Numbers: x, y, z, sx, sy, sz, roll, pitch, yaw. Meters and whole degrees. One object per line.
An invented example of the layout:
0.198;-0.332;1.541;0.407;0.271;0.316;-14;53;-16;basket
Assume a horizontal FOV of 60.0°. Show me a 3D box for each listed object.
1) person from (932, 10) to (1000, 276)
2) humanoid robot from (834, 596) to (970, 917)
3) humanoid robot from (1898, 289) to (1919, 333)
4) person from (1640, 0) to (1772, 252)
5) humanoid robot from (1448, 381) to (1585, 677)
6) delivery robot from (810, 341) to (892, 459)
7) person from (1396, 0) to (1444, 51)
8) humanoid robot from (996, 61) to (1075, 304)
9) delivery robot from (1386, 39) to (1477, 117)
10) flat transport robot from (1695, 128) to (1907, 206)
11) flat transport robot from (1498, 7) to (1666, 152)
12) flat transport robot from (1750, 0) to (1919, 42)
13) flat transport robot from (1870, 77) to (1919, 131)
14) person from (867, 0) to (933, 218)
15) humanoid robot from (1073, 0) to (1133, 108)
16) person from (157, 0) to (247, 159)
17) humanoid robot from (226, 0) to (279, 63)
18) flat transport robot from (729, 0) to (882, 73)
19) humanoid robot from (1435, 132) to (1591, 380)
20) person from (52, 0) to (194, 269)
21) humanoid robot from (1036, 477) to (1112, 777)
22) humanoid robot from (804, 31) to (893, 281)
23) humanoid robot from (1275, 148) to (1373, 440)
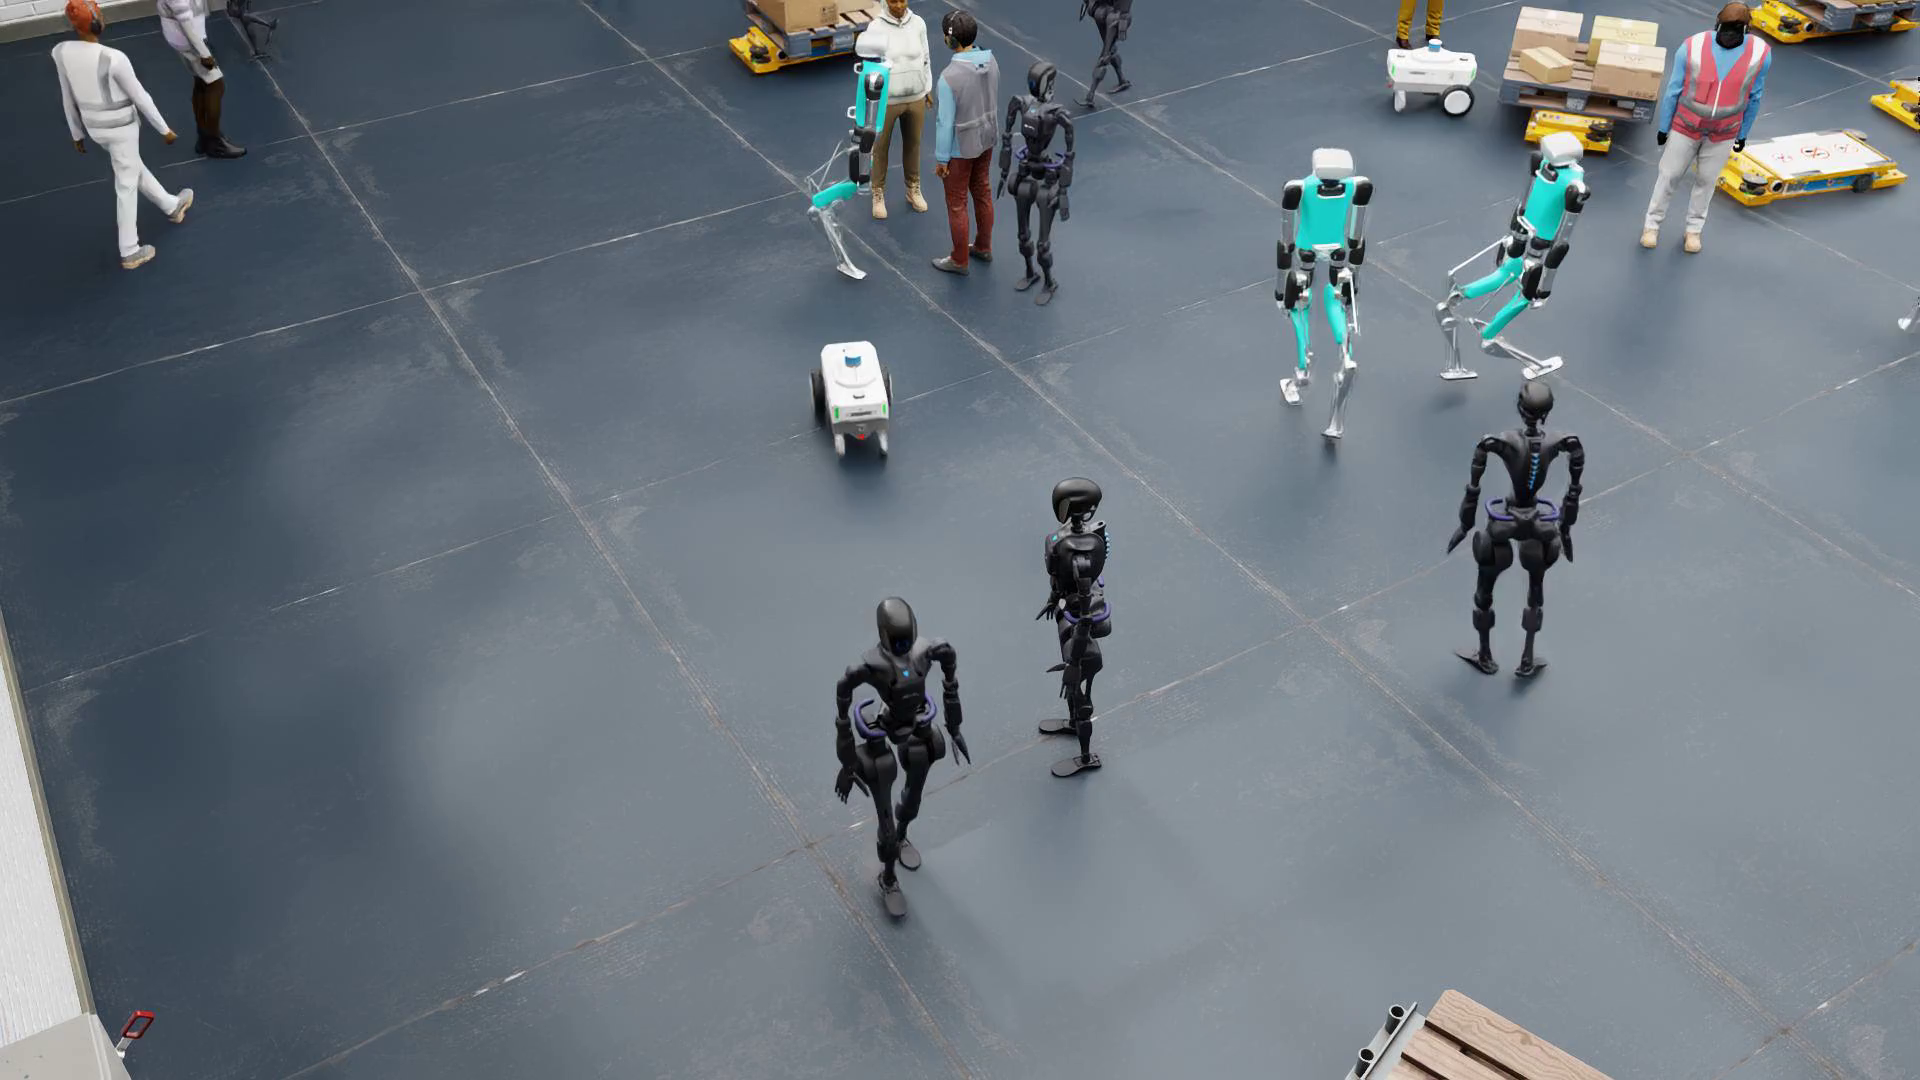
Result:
0.050;-2.694;11.405;0.410;1.869;0.543;29;47;31;person
-0.245;0.873;7.063;0.612;1.646;0.504;-16;41;-19;humanoid robot
6.537;-1.988;10.698;0.556;1.855;0.799;-11;40;-14;humanoid robot
5.230;-2.892;11.688;0.629;1.835;0.432;11;40;14;person
2.757;-0.018;8.186;0.611;1.647;0.416;3;38;4;humanoid robot
-0.649;-0.906;10.208;0.499;0.599;0.784;-6;39;-8;delivery robot
4.200;-5.207;14.673;0.528;1.750;0.344;-9;39;-11;person
0.513;-2.422;11.219;0.598;1.656;0.330;22;44;26;humanoid robot
3.981;-3.899;13.991;0.777;0.606;0.500;5;39;6;delivery robot
6.563;-2.906;12.958;1.431;0.231;0.659;-10;39;-12;flat transport robot
5.142;-3.652;13.900;0.659;0.231;1.431;13;40;16;flat transport robot
8.099;-4.887;15.458;1.431;0.231;0.659;-9;39;-11;flat transport robot
8.477;-3.683;13.939;1.431;0.231;0.659;-9;39;-11;flat transport robot
-0.461;-3.232;12.163;0.532;1.766;0.365;-13;40;-15;person
1.188;-4.421;13.763;0.776;1.622;0.588;-26;45;-29;humanoid robot
-5.973;-3.877;12.901;0.333;1.907;0.579;-20;43;-23;person
-6.288;-5.012;14.488;0.437;1.646;0.583;-29;46;-31;humanoid robot
-1.301;-4.529;15.007;1.431;0.231;0.659;-17;42;-21;flat transport robot
3.337;-1.636;10.171;1.025;1.737;0.557;-8;39;-10;humanoid robot
-5.879;-2.917;11.718;0.615;1.829;1.003;11;40;14;person
0.523;0.397;7.646;0.315;1.657;0.599;-4;39;-5;humanoid robot
-0.813;-2.553;11.393;0.744;1.865;0.531;-1;38;-1;humanoid robot
2.181;-1.348;9.837;0.531;1.776;0.994;-4;39;-5;humanoid robot
